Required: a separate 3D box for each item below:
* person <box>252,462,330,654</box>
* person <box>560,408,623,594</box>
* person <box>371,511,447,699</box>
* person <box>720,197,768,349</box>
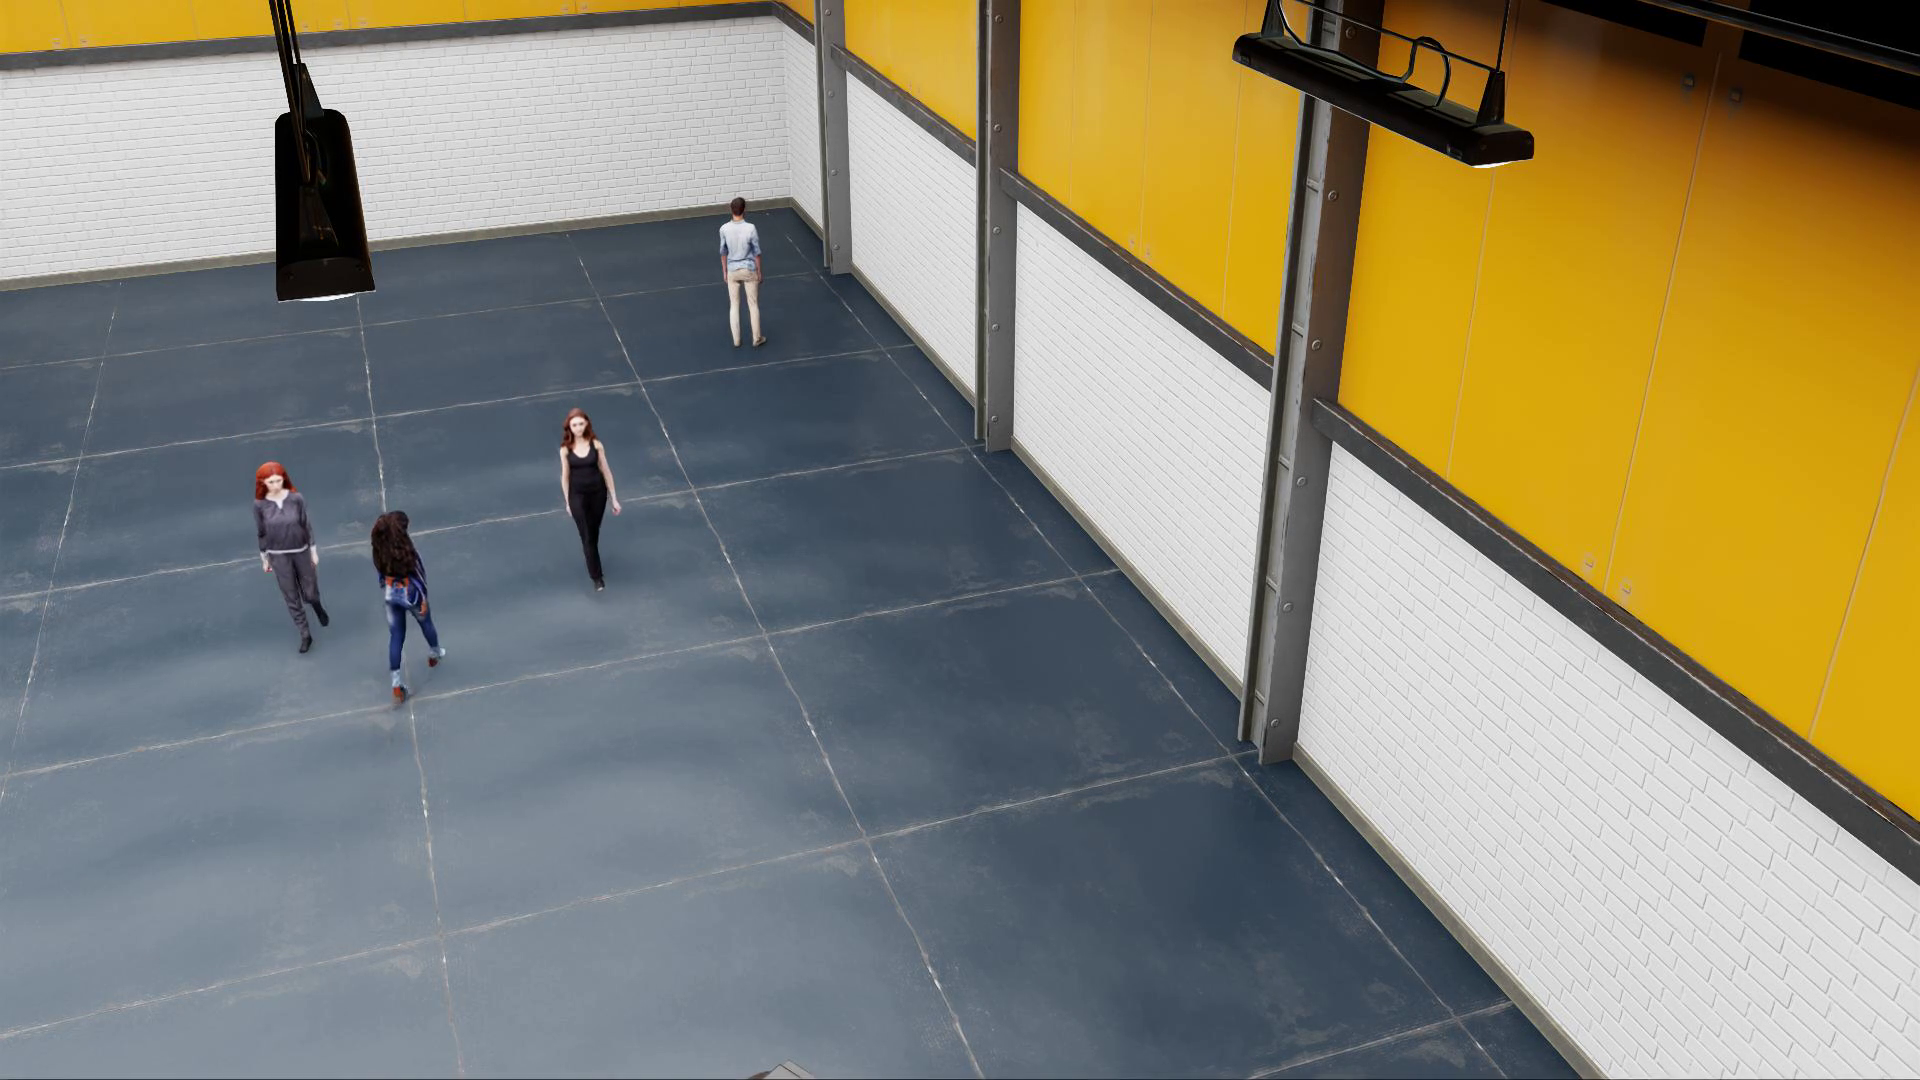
[{"bbox_3d":[-5.691,0.097,14.125,0.617,1.768,0.721,-8,30,-14],"label":"person"},{"bbox_3d":[-3.404,-0.427,15.159,0.677,1.697,1.118,-13,31,-23],"label":"person"},{"bbox_3d":[-4.554,0.530,13.519,0.911,1.588,1.119,4,29,7],"label":"person"},{"bbox_3d":[-2.648,-3.249,20.178,0.725,1.846,0.695,3,29,5],"label":"person"}]
